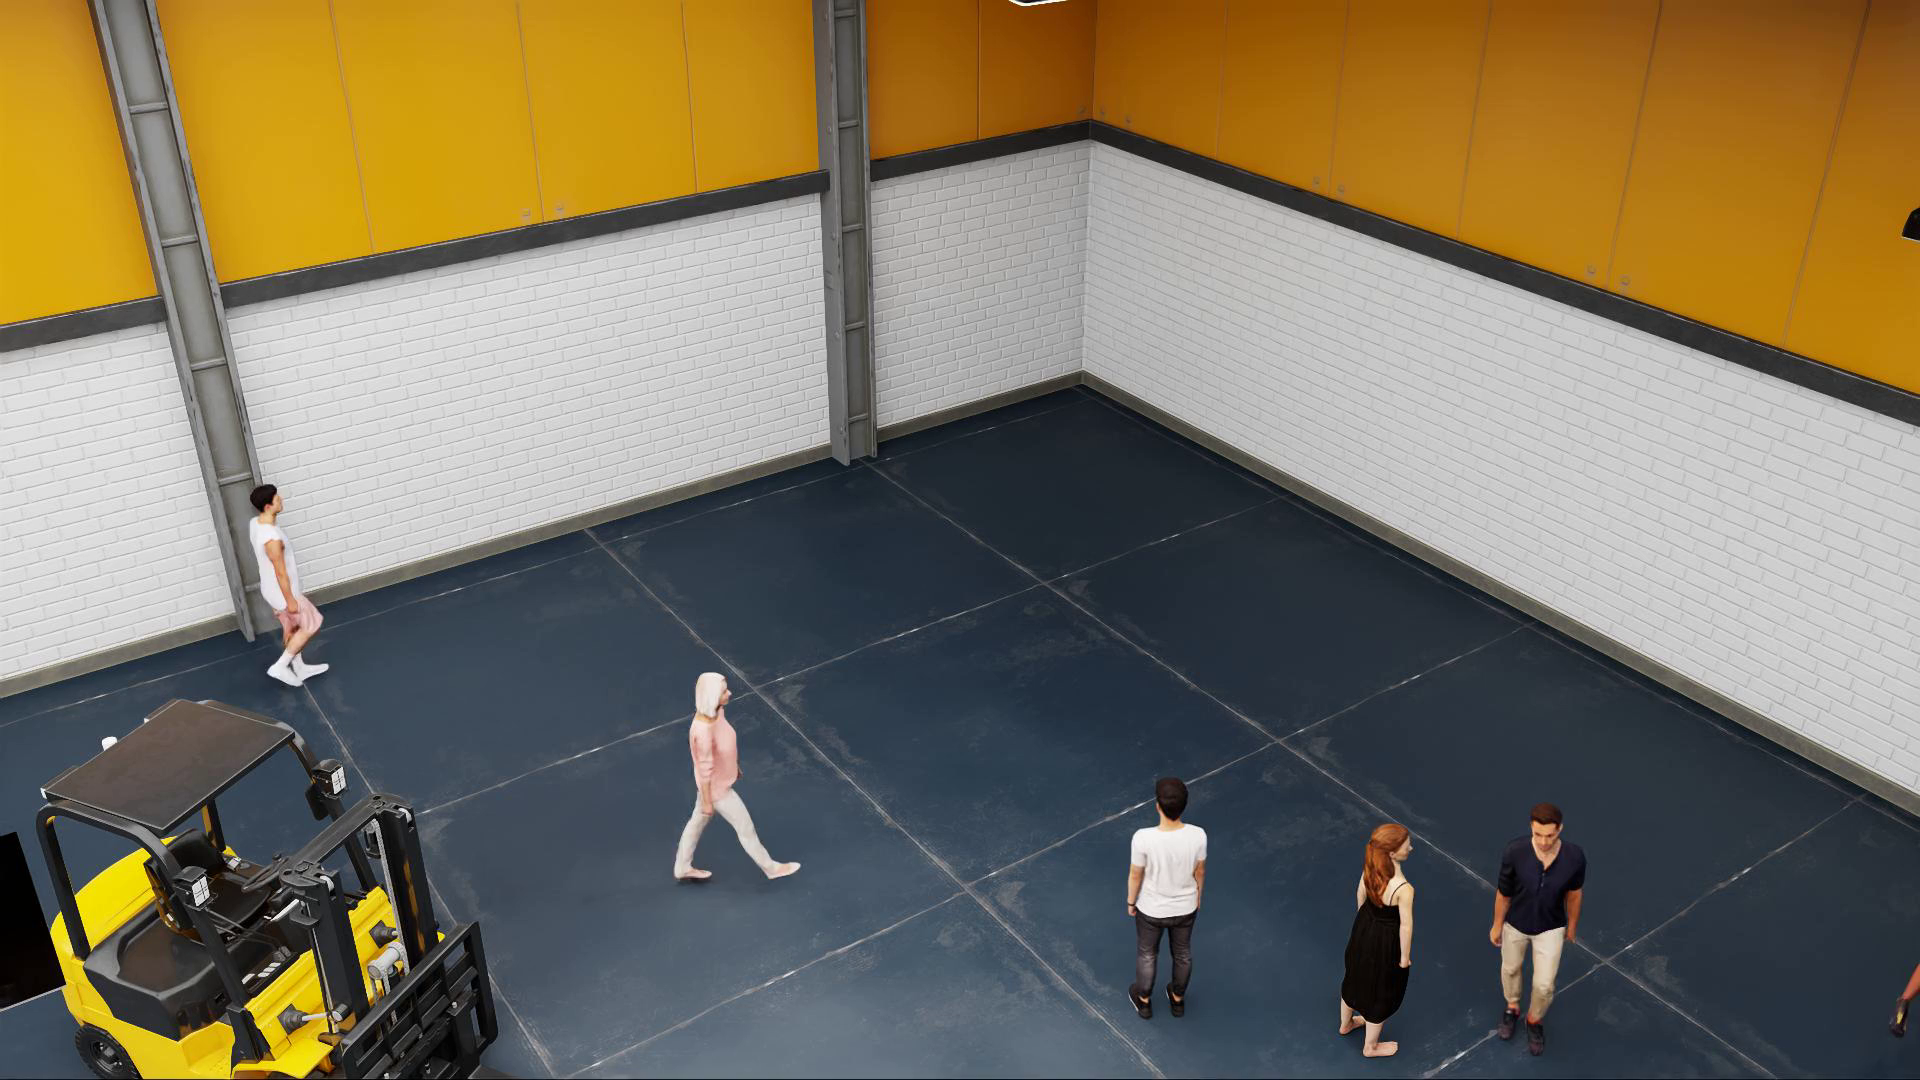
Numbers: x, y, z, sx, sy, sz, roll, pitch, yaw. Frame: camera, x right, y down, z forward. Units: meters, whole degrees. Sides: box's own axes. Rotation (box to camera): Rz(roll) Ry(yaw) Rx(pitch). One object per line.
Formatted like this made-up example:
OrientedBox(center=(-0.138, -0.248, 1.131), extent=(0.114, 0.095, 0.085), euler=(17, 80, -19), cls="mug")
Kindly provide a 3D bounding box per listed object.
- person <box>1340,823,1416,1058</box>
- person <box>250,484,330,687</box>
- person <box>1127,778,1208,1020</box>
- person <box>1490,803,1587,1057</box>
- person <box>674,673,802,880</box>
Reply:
OrientedBox(center=(2.475, 2.352, 9.855), extent=(0.591, 1.625, 0.602), euler=(-14, 32, -24), cls="person")
OrientedBox(center=(-5.484, 0.406, 13.260), extent=(0.704, 1.780, 0.639), euler=(-18, 34, -30), cls="person")
OrientedBox(center=(1.257, 2.179, 10.077), extent=(0.634, 1.717, 0.754), euler=(-3, 29, -5), cls="person")
OrientedBox(center=(3.409, 2.229, 9.872), extent=(0.793, 1.825, 0.839), euler=(8, 30, 15), cls="person")
OrientedBox(center=(-1.715, 1.632, 11.126), extent=(1.187, 1.672, 0.996), euler=(-2, 29, -3), cls="person")
